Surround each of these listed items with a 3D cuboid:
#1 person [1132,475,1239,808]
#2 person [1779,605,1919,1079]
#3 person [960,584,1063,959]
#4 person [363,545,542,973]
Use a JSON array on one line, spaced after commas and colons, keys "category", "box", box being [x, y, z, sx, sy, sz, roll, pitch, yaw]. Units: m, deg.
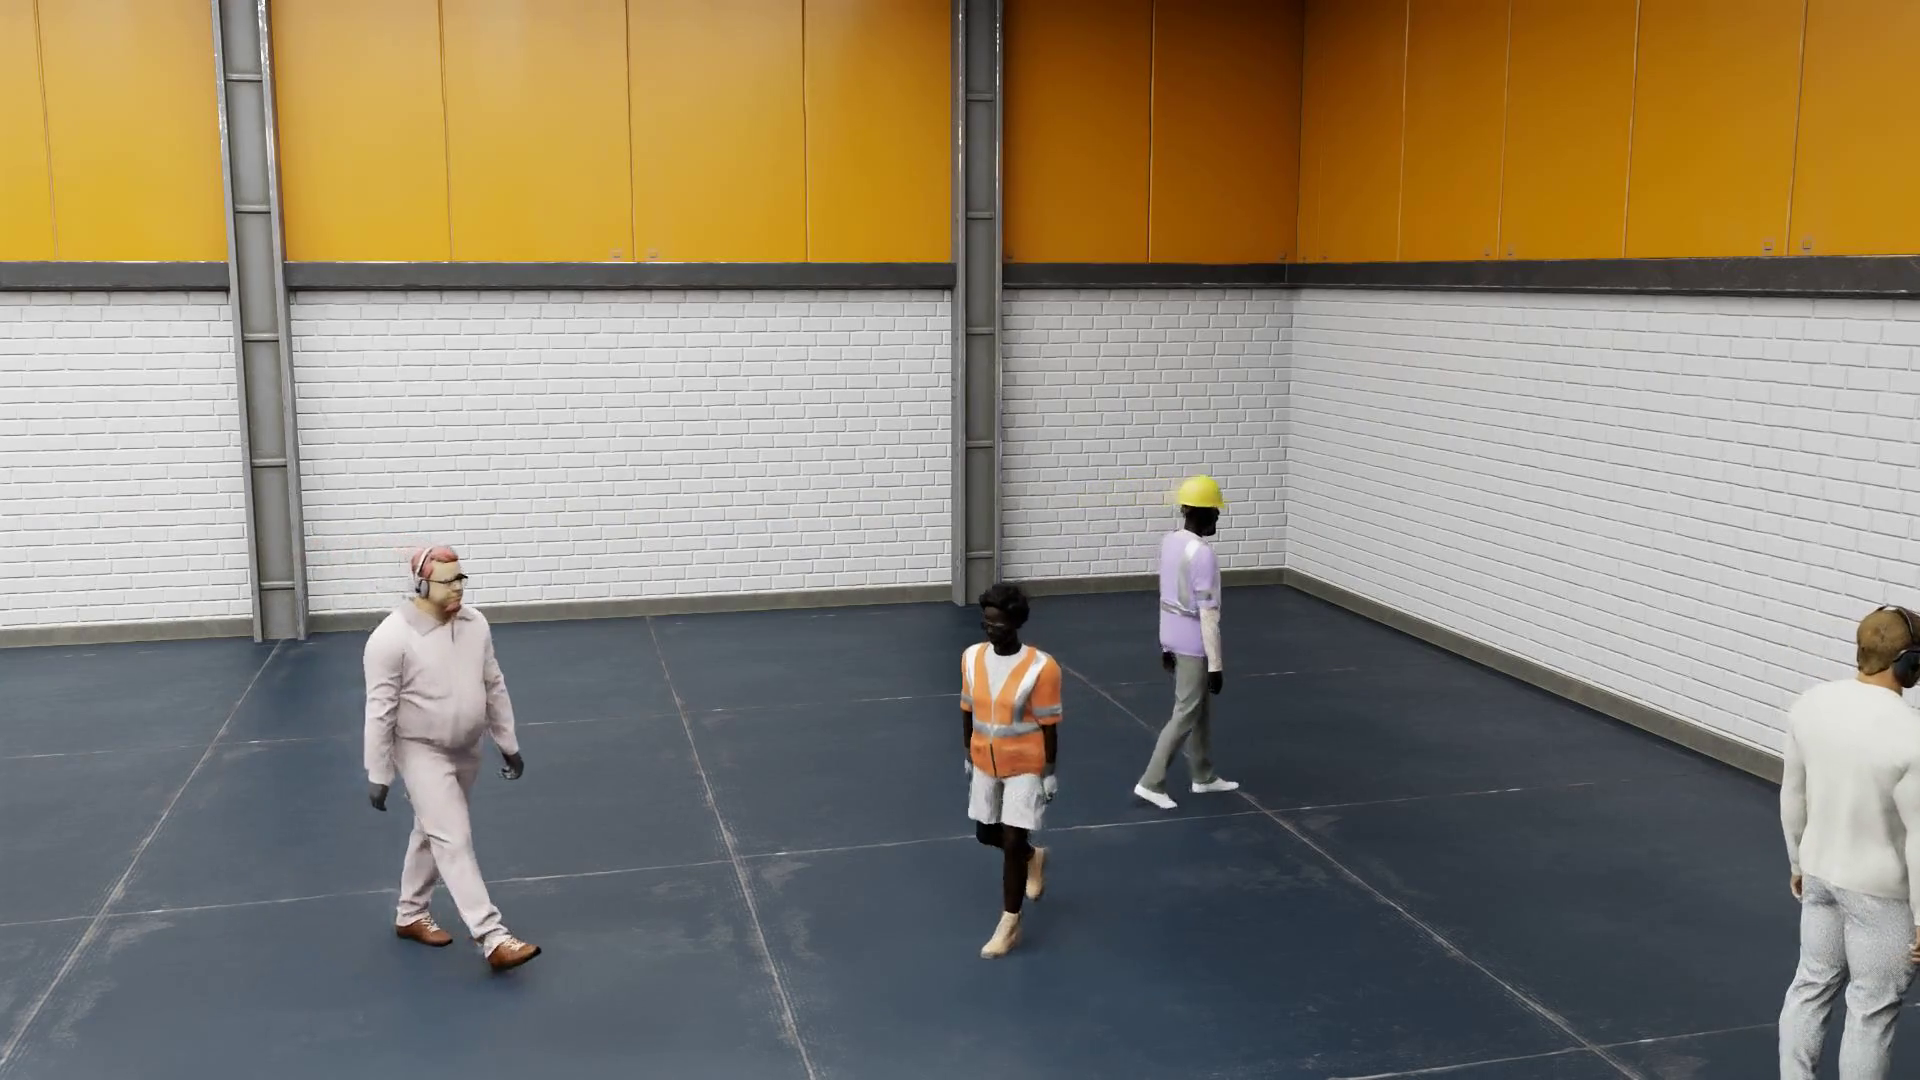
[{"category": "person", "box": [1.307, 0.580, 9.530, 0.632, 1.939, 0.620, -2, 9, -15]}, {"category": "person", "box": [3.057, 1.174, 5.636, 0.356, 1.936, 0.635, -3, 10, -17]}, {"category": "person", "box": [0.262, 0.998, 7.564, 0.533, 1.670, 0.659, 6, 11, 34]}, {"category": "person", "box": [-2.194, 0.947, 7.285, 0.975, 1.853, 0.676, 4, 10, 26]}]
